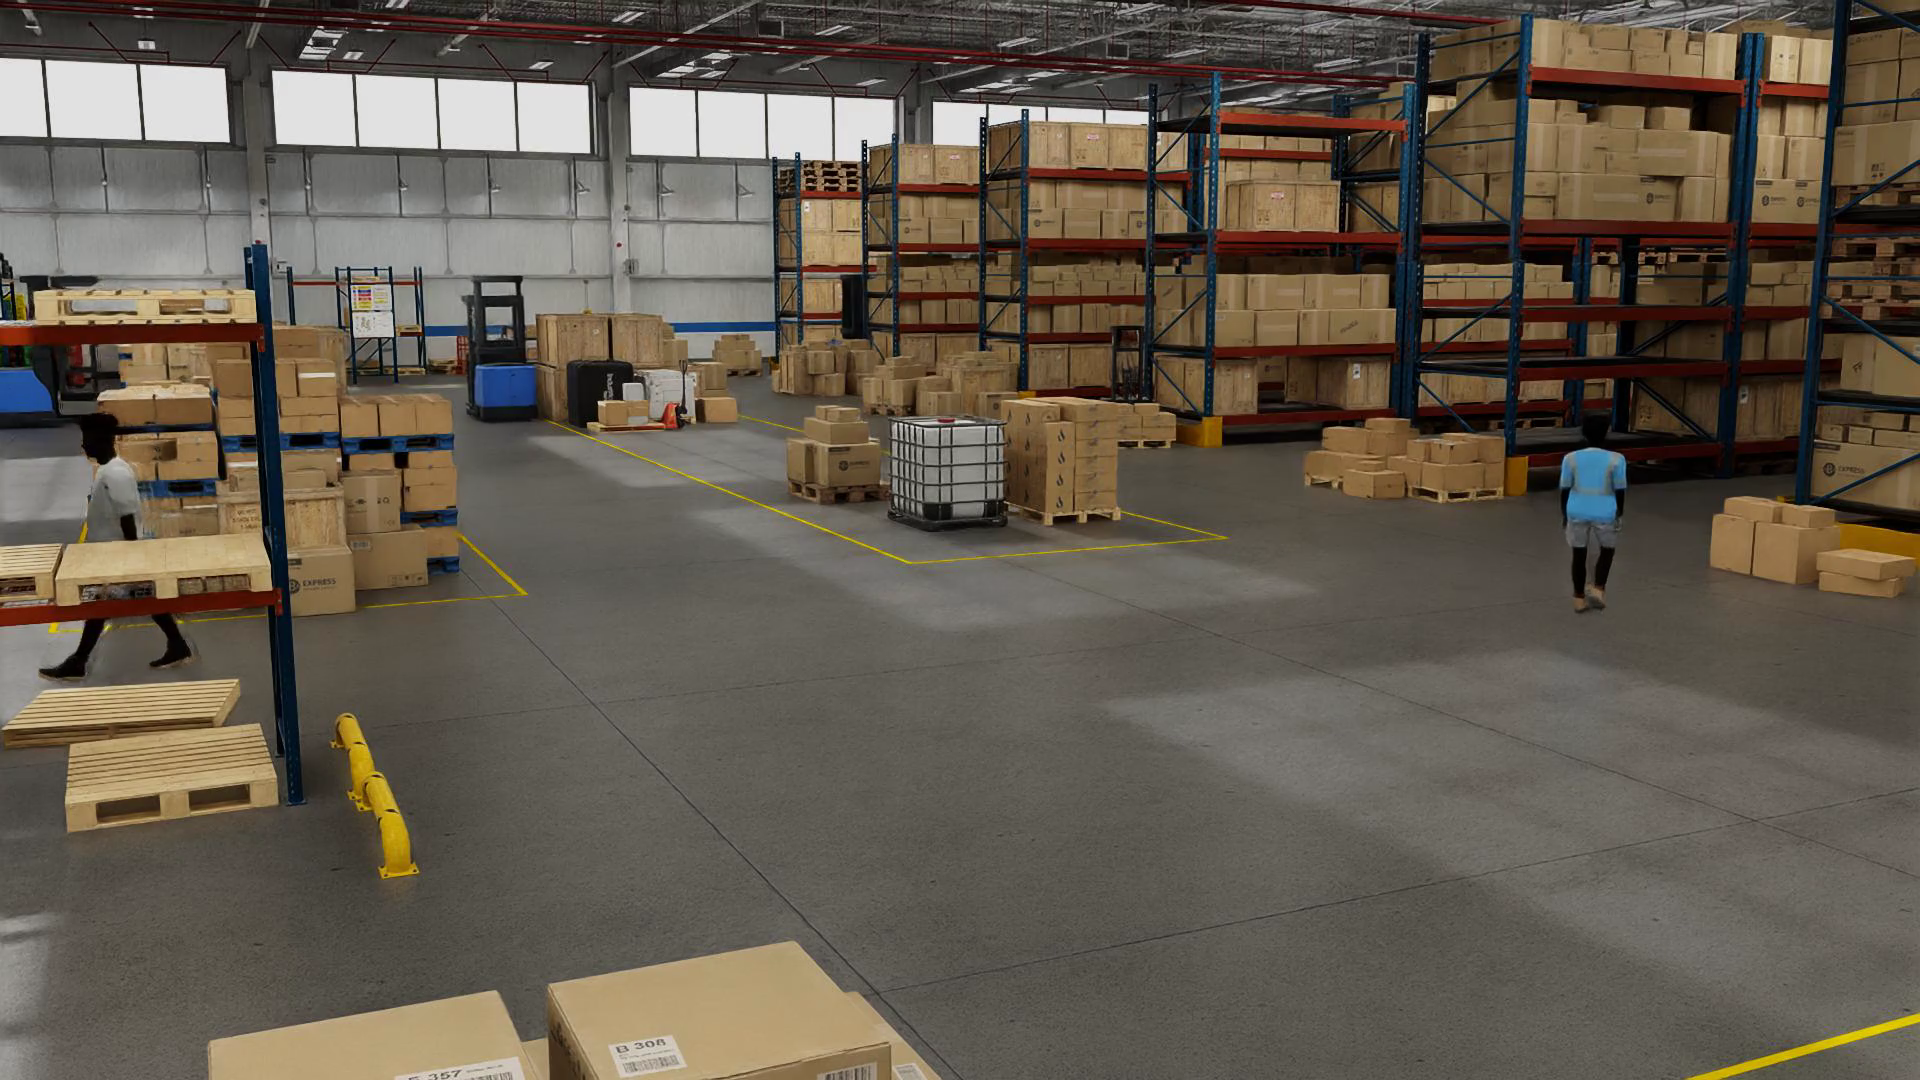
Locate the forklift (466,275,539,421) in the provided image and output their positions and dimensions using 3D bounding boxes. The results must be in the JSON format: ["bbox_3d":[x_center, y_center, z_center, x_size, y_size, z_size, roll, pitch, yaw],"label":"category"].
[{"bbox_3d":[-9.001,-3.783,32.556,1.129,2.768,1.873,-4,10,-25],"label":"forklift"}]

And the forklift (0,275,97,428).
[{"bbox_3d":[-17.170,-3.547,31.094,1.873,2.768,1.129,-4,10,-25],"label":"forklift"}]

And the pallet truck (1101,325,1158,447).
[{"bbox_3d":[2.881,-2.596,27.923,0.823,1.965,1.885,-1,9,-7],"label":"pallet truck"}]

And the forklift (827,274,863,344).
[{"bbox_3d":[-2.807,-5.512,43.287,1.873,2.768,1.129,-4,10,-25],"label":"forklift"}]

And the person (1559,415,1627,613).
[{"bbox_3d":[5.366,-0.218,14.113,0.552,1.682,0.436,5,11,30],"label":"person"}]

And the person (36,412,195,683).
[{"bbox_3d":[-6.032,0.043,11.850,1.027,1.904,0.625,-5,11,-29],"label":"person"}]
